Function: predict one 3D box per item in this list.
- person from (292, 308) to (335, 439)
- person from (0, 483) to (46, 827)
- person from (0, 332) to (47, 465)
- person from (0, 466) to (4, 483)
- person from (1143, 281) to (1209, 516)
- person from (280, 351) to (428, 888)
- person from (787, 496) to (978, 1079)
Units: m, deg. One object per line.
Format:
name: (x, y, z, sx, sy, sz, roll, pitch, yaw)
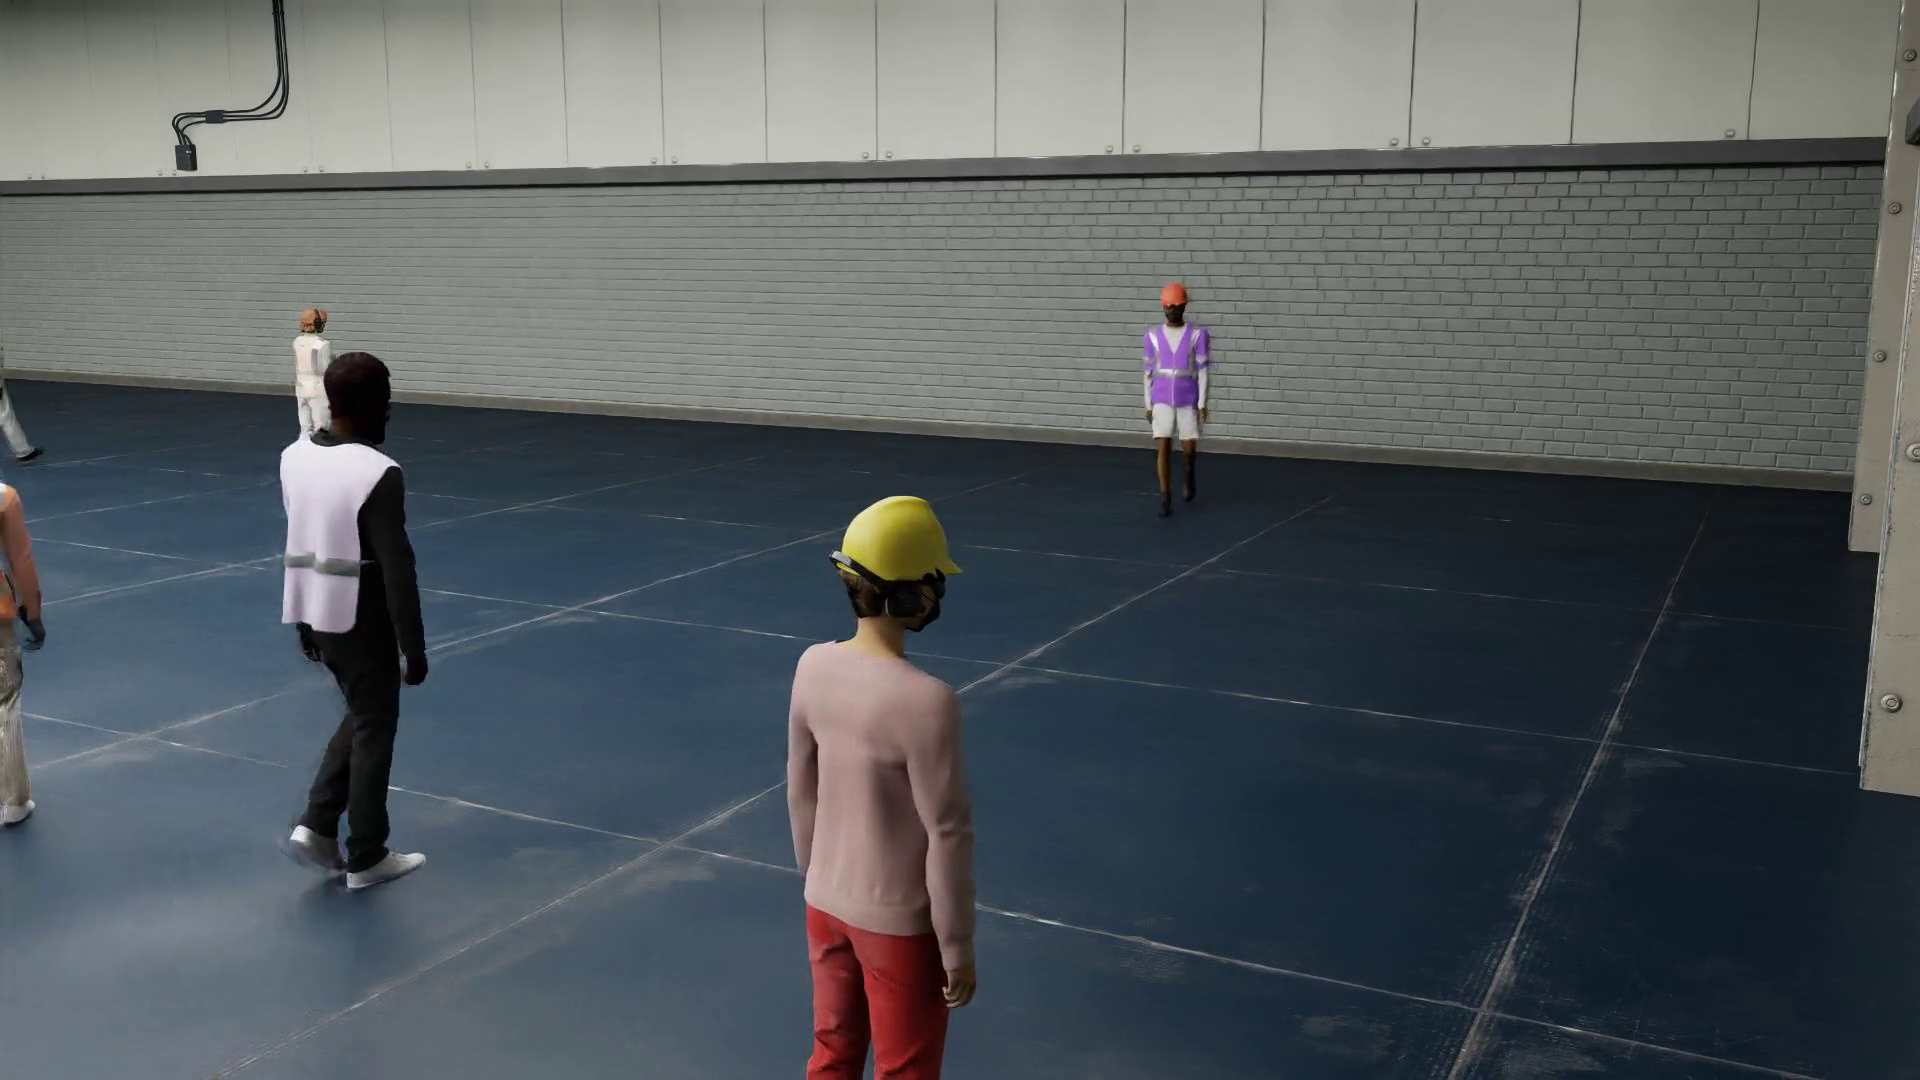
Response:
person: (-5.939, -1.315, 15.341, 0.509, 1.629, 0.316, 6, 12, 31)
person: (-3.821, 0.332, 6.354, 0.582, 1.620, 0.459, -4, 11, -21)
person: (-9.511, -1.588, 16.359, 0.621, 1.792, 0.872, 3, 11, 18)
person: (-5.916, -0.282, 9.756, 0.714, 1.605, 0.507, 9, 14, 42)
person: (1.782, -1.171, 13.747, 0.556, 1.926, 0.632, 3, 11, 14)
person: (-2.111, 0.294, 5.828, 0.623, 1.899, 0.447, 7, 13, 35)
person: (-0.146, 0.782, 3.529, 0.327, 1.767, 0.533, -9, 14, -41)
